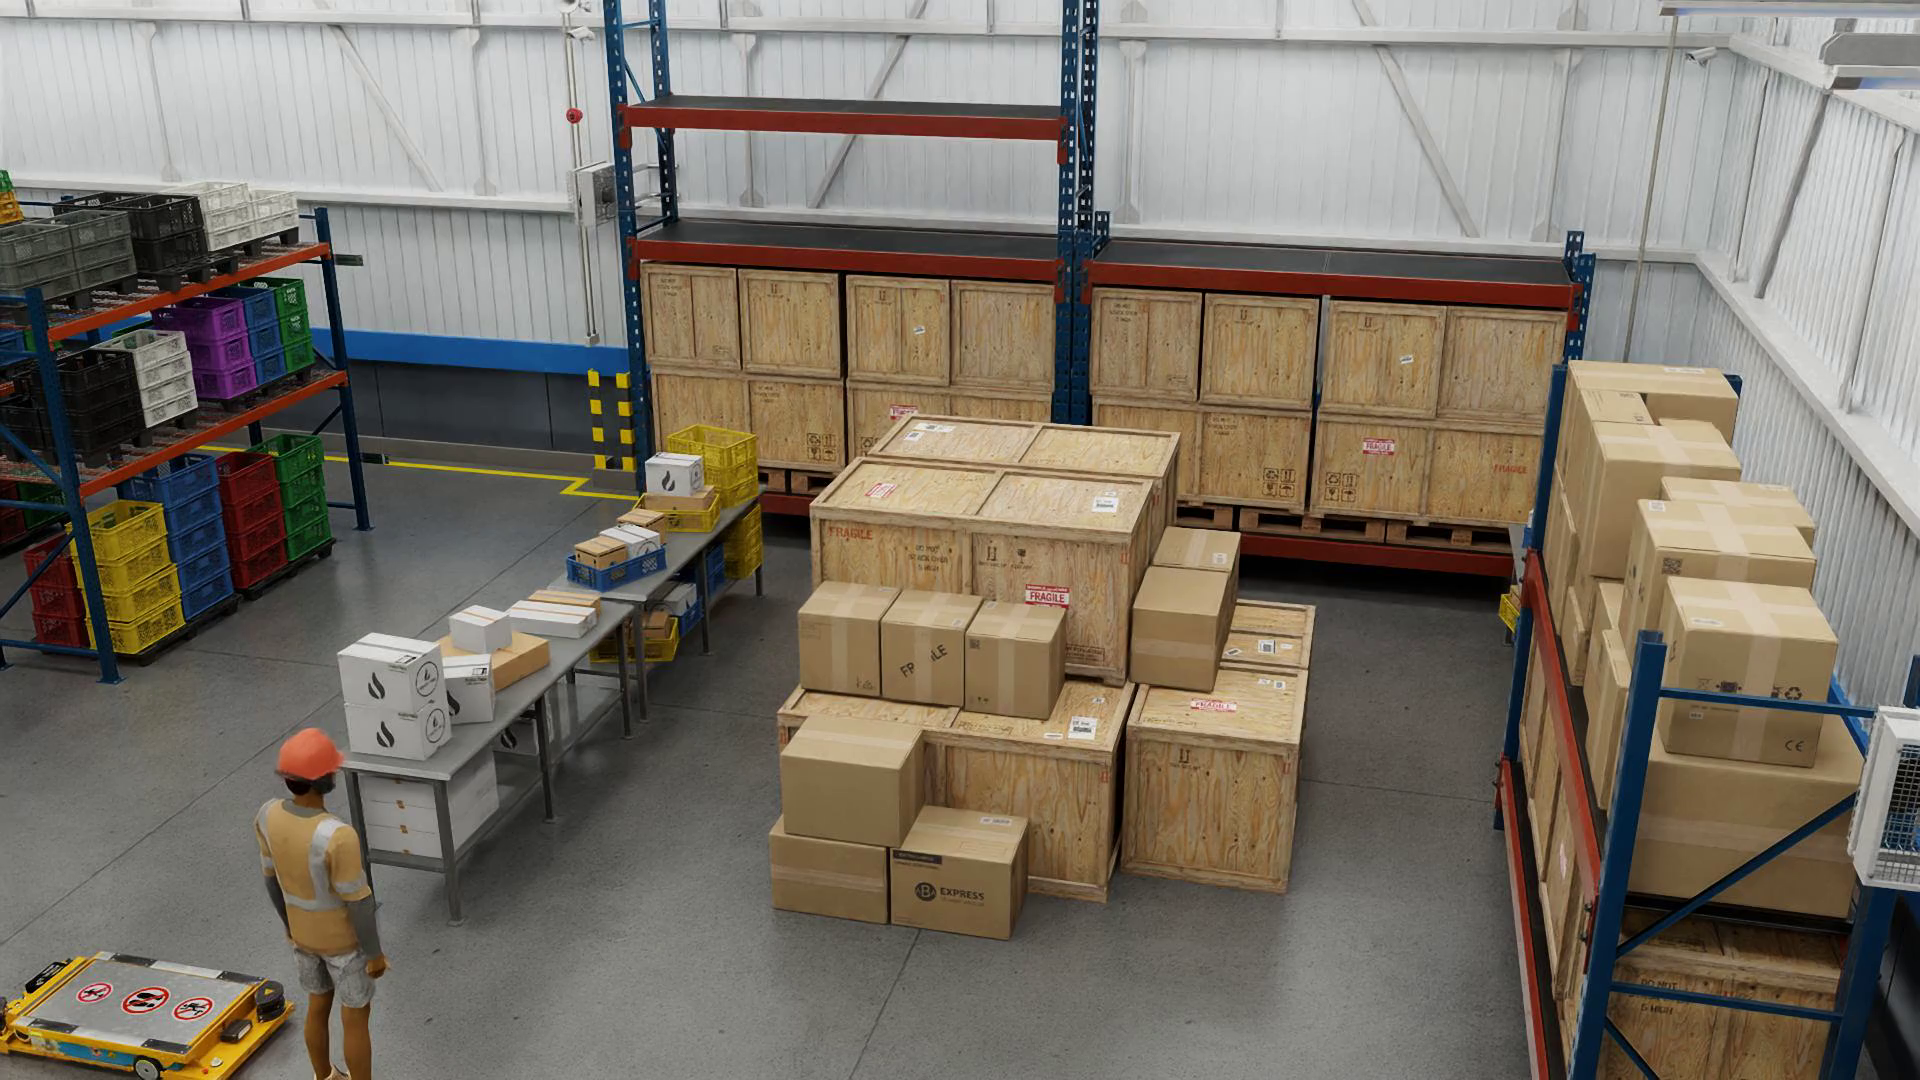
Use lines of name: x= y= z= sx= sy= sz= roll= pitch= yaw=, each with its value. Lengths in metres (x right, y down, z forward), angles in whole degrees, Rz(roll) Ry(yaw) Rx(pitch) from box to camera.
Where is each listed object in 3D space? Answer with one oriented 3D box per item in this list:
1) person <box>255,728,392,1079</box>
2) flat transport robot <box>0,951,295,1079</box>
person: x=-2.937 y=1.818 z=7.811 sx=0.615 sy=2.040 sz=0.381 roll=11 pitch=24 yaw=26
flat transport robot: x=-4.270 y=2.464 z=8.601 sx=1.431 sy=0.231 sz=0.659 roll=5 pitch=22 yaw=13
